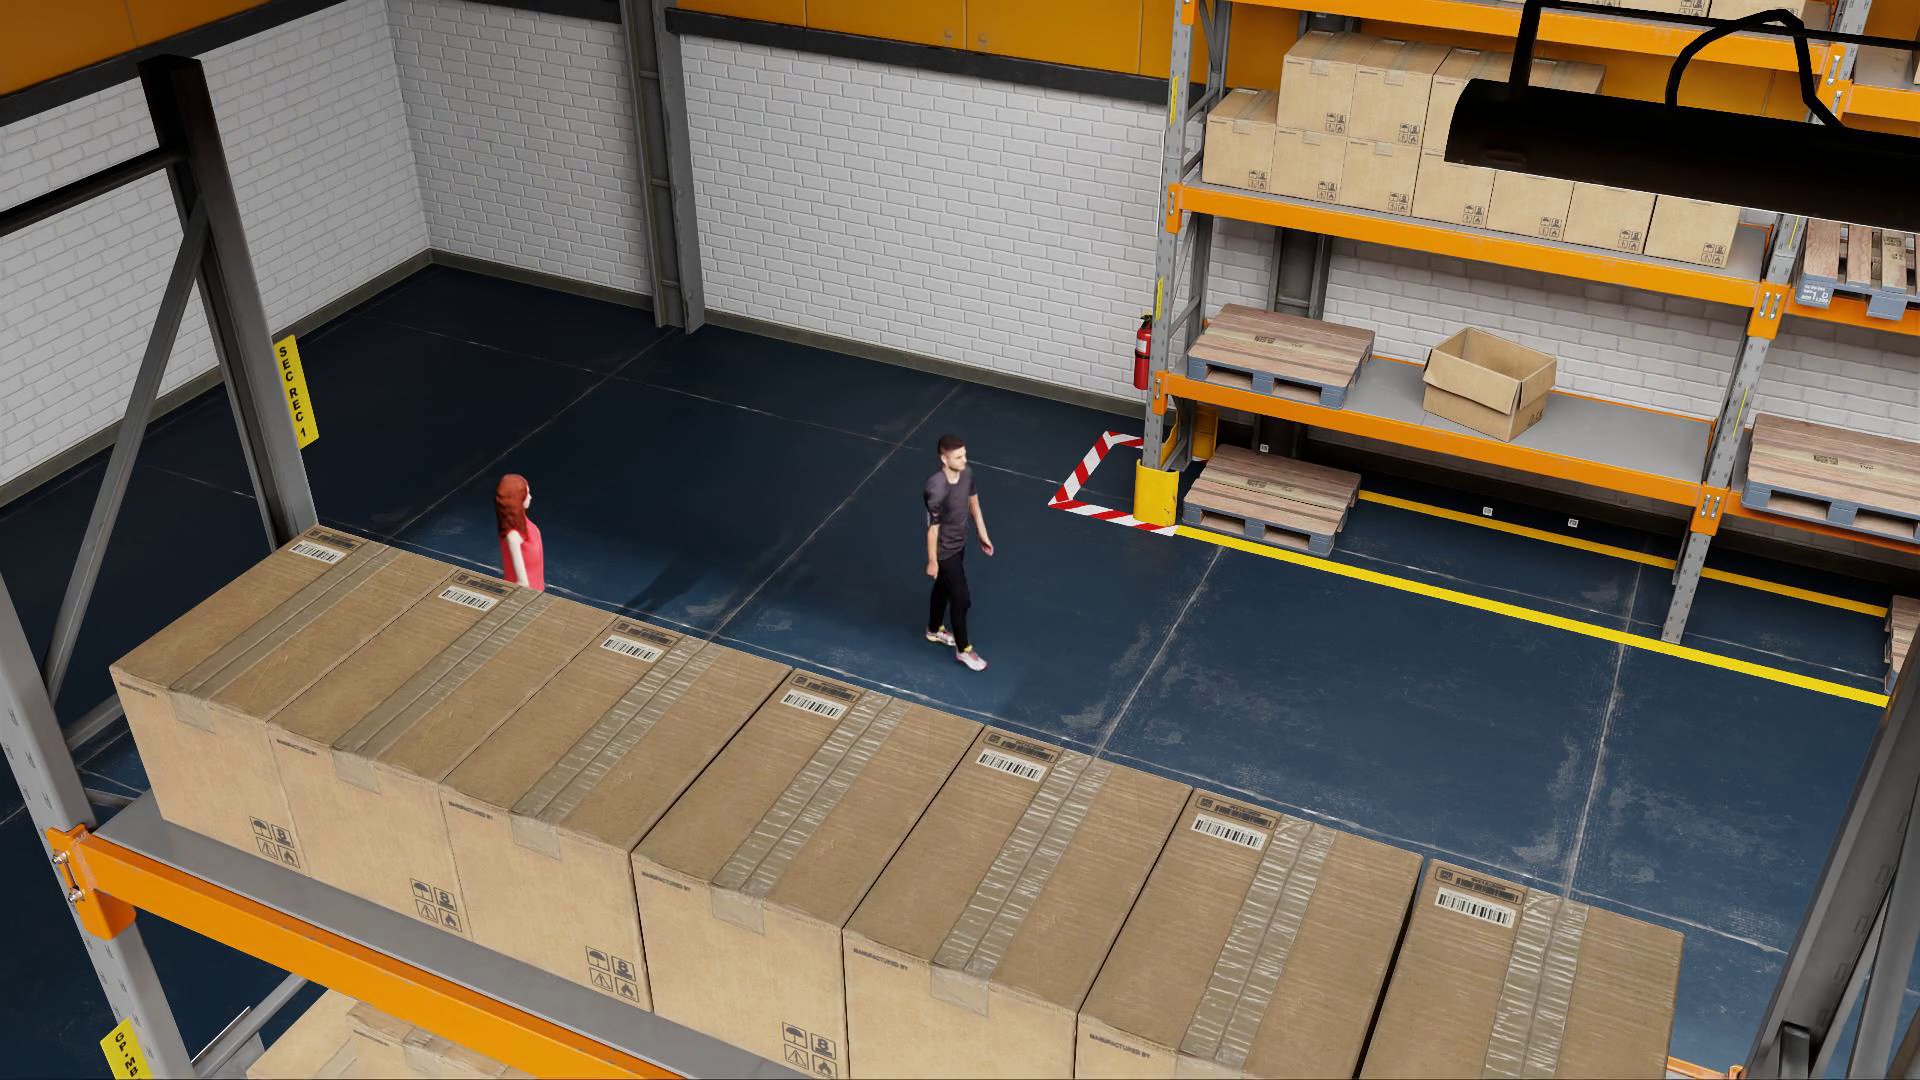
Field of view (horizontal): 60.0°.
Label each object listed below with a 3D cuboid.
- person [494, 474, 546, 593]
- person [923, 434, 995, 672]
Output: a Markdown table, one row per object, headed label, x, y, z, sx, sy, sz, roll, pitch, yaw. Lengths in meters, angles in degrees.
| label | x | y | z | sx | sy | sz | roll | pitch | yaw |
| --- | --- | --- | --- | --- | --- | --- | --- | --- | --- |
| person | -2.866 | 0.350 | 10.925 | 0.710 | 1.824 | 0.662 | -9 | 35 | -14 |
| person | -0.142 | 0.025 | 11.486 | 0.820 | 1.744 | 0.671 | 16 | 37 | 22 |
